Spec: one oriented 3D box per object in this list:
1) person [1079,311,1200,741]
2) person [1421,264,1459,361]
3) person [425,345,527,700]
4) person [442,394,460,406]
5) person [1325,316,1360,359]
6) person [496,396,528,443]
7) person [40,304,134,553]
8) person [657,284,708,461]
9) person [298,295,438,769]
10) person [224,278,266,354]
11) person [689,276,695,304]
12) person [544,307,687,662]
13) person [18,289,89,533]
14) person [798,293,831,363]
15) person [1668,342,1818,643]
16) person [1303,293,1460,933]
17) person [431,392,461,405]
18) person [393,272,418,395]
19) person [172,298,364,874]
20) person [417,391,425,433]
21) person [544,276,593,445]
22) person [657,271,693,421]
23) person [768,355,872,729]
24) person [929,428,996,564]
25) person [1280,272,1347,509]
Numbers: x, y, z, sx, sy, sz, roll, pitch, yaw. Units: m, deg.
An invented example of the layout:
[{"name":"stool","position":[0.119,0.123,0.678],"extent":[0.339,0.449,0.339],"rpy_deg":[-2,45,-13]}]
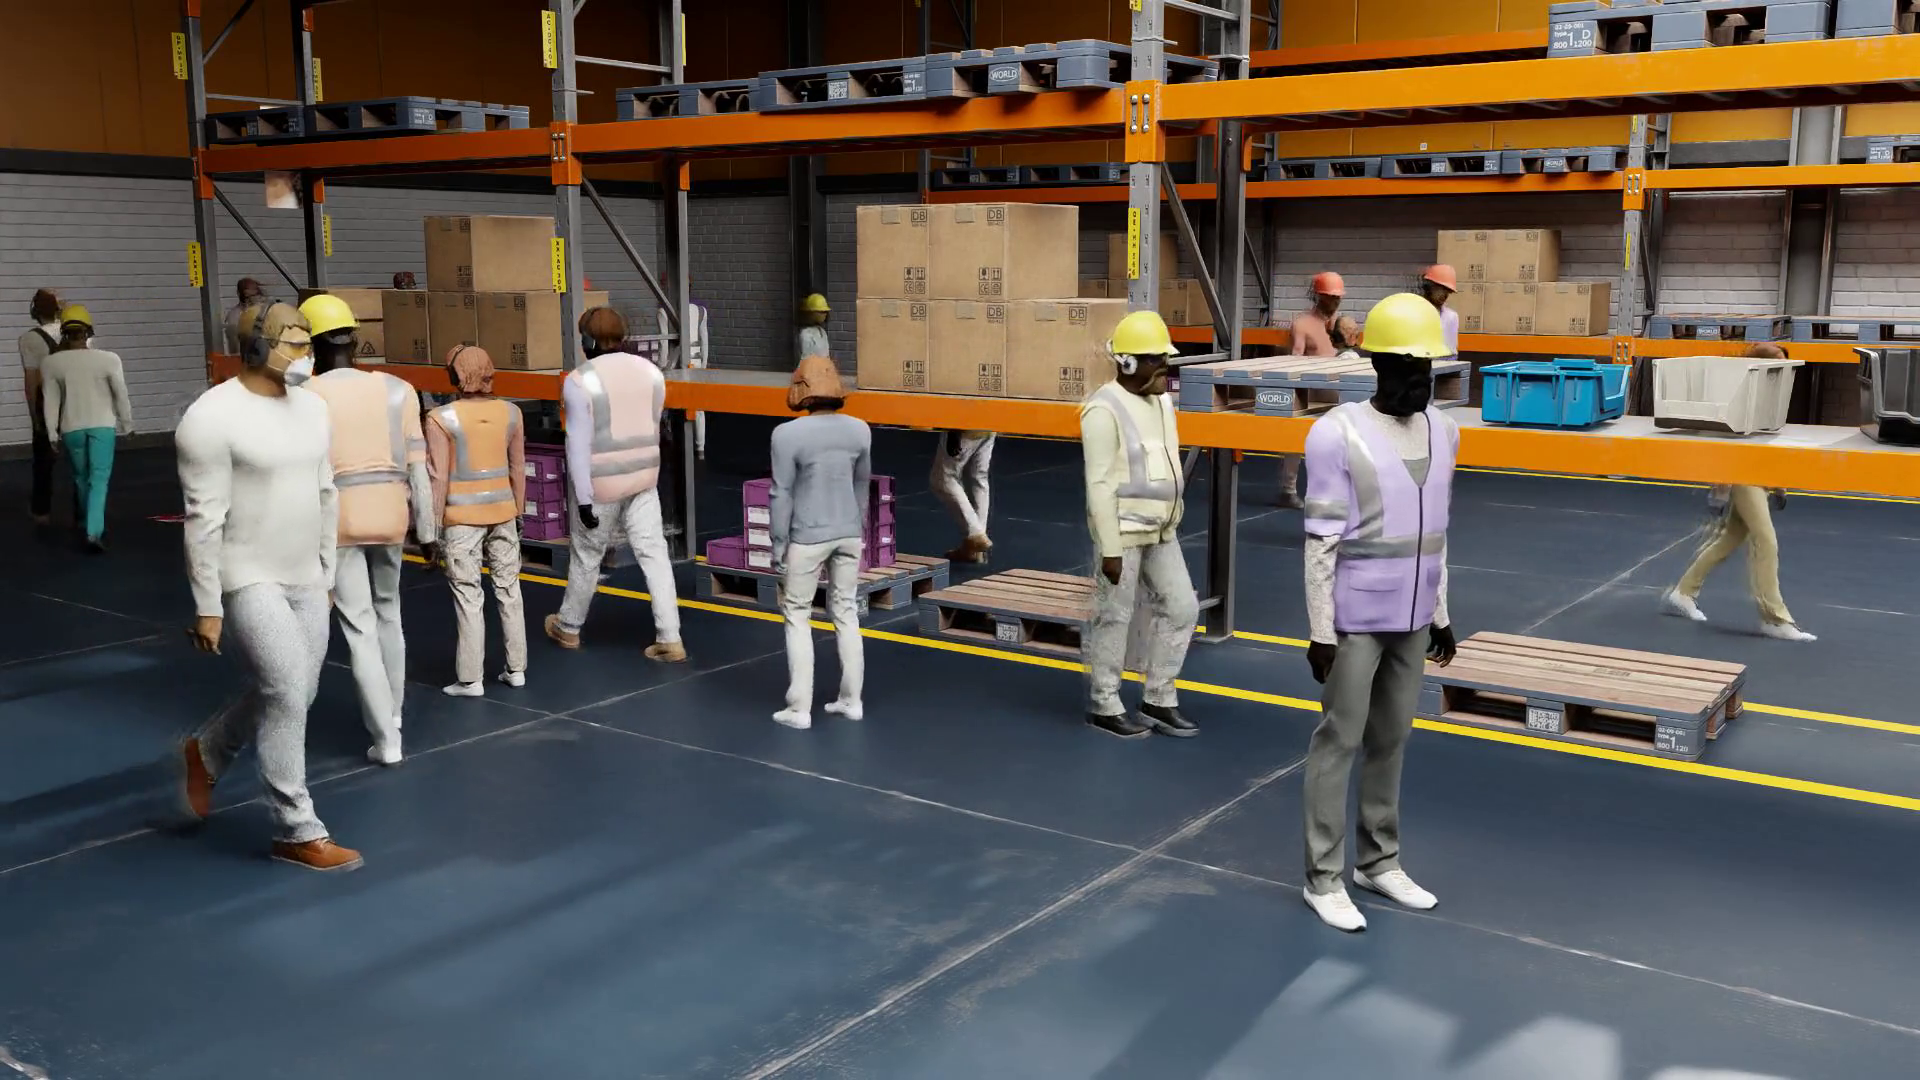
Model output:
[{"name":"person","position":[0.786,-0.036,6.913],"extent":[0.584,1.814,0.630],"rpy_deg":[7,12,37]},{"name":"person","position":[3.820,-1.286,13.829],"extent":[0.648,1.994,0.534],"rpy_deg":[-2,10,-13]},{"name":"person","position":[-2.234,-0.081,7.716],"extent":[0.307,1.639,0.525],"rpy_deg":[8,13,40]},{"name":"person","position":[-5.984,-2.190,19.549],"extent":[0.621,1.906,0.486],"rpy_deg":[7,12,35]},{"name":"person","position":[2.718,-0.767,11.811],"extent":[0.315,1.636,0.515],"rpy_deg":[4,10,20]},{"name":"person","position":[-4.900,-1.861,17.804],"extent":[0.515,1.821,0.997],"rpy_deg":[3,10,19]},{"name":"person","position":[-6.118,-0.783,11.649],"extent":[0.525,1.724,0.904],"rpy_deg":[-2,10,-12]},{"name":"person","position":[-2.811,-1.733,16.830],"extent":[0.574,1.883,0.355],"rpy_deg":[-8,12,-39]},{"name":"person","position":[-2.488,-0.043,6.784],"extent":[0.586,1.881,0.870],"rpy_deg":[-7,12,-35]},{"name":"person","position":[-6.667,-1.576,15.975],"extent":[0.405,1.866,0.801],"rpy_deg":[3,10,15]},{"name":"person","position":[-3.758,-2.641,22.343],"extent":[0.573,1.843,0.374],"rpy_deg":[8,12,39]},{"name":"person","position":[-1.770,-0.279,8.462],"extent":[0.985,1.793,0.639],"rpy_deg":[9,13,43]},{"name":"person","position":[-6.816,-0.974,12.526],"extent":[0.923,1.801,0.507],"rpy_deg":[9,13,44]},{"name":"person","position":[-1.374,-1.405,15.334],"extent":[0.487,1.725,0.497],"rpy_deg":[3,10,18]},{"name":"person","position":[4.296,-0.289,9.091],"extent":[0.508,1.597,0.853],"rpy_deg":[-8,12,-39]},{"name":"person","position":[1.301,0.218,5.078],"extent":[0.590,1.926,0.388],"rpy_deg":[-6,11,-31]},{"name":"person","position":[-4.704,-1.507,15.672],"extent":[0.632,1.826,0.485],"rpy_deg":[-8,12,-38]},{"name":"person","position":[-5.867,-1.892,17.703],"extent":[0.409,1.907,0.651],"rpy_deg":[-4,10,-24]},{"name":"person","position":[-2.389,0.144,5.603],"extent":[0.815,1.914,0.642],"rpy_deg":[3,10,20]},{"name":"person","position":[-6.473,-2.063,19.336],"extent":[0.535,1.699,0.322],"rpy_deg":[-6,11,-32]},{"name":"person","position":[-3.351,-1.372,14.645],"extent":[0.612,1.898,0.713],"rpy_deg":[-3,10,-19]},{"name":"person","position":[-3.613,-2.399,20.766],"extent":[0.549,1.899,0.924],"rpy_deg":[4,10,20]},{"name":"person","position":[-0.605,0.009,7.267],"extent":[0.506,1.614,0.309],"rpy_deg":[-6,12,-34]},{"name":"person","position":[0.064,-0.733,11.029],"extent":[0.442,1.832,0.660],"rpy_deg":[5,11,26]},{"name":"person","position":[2.873,-1.158,13.255],"extent":[0.640,1.935,1.039],"rpy_deg":[-3,10,-20]}]
